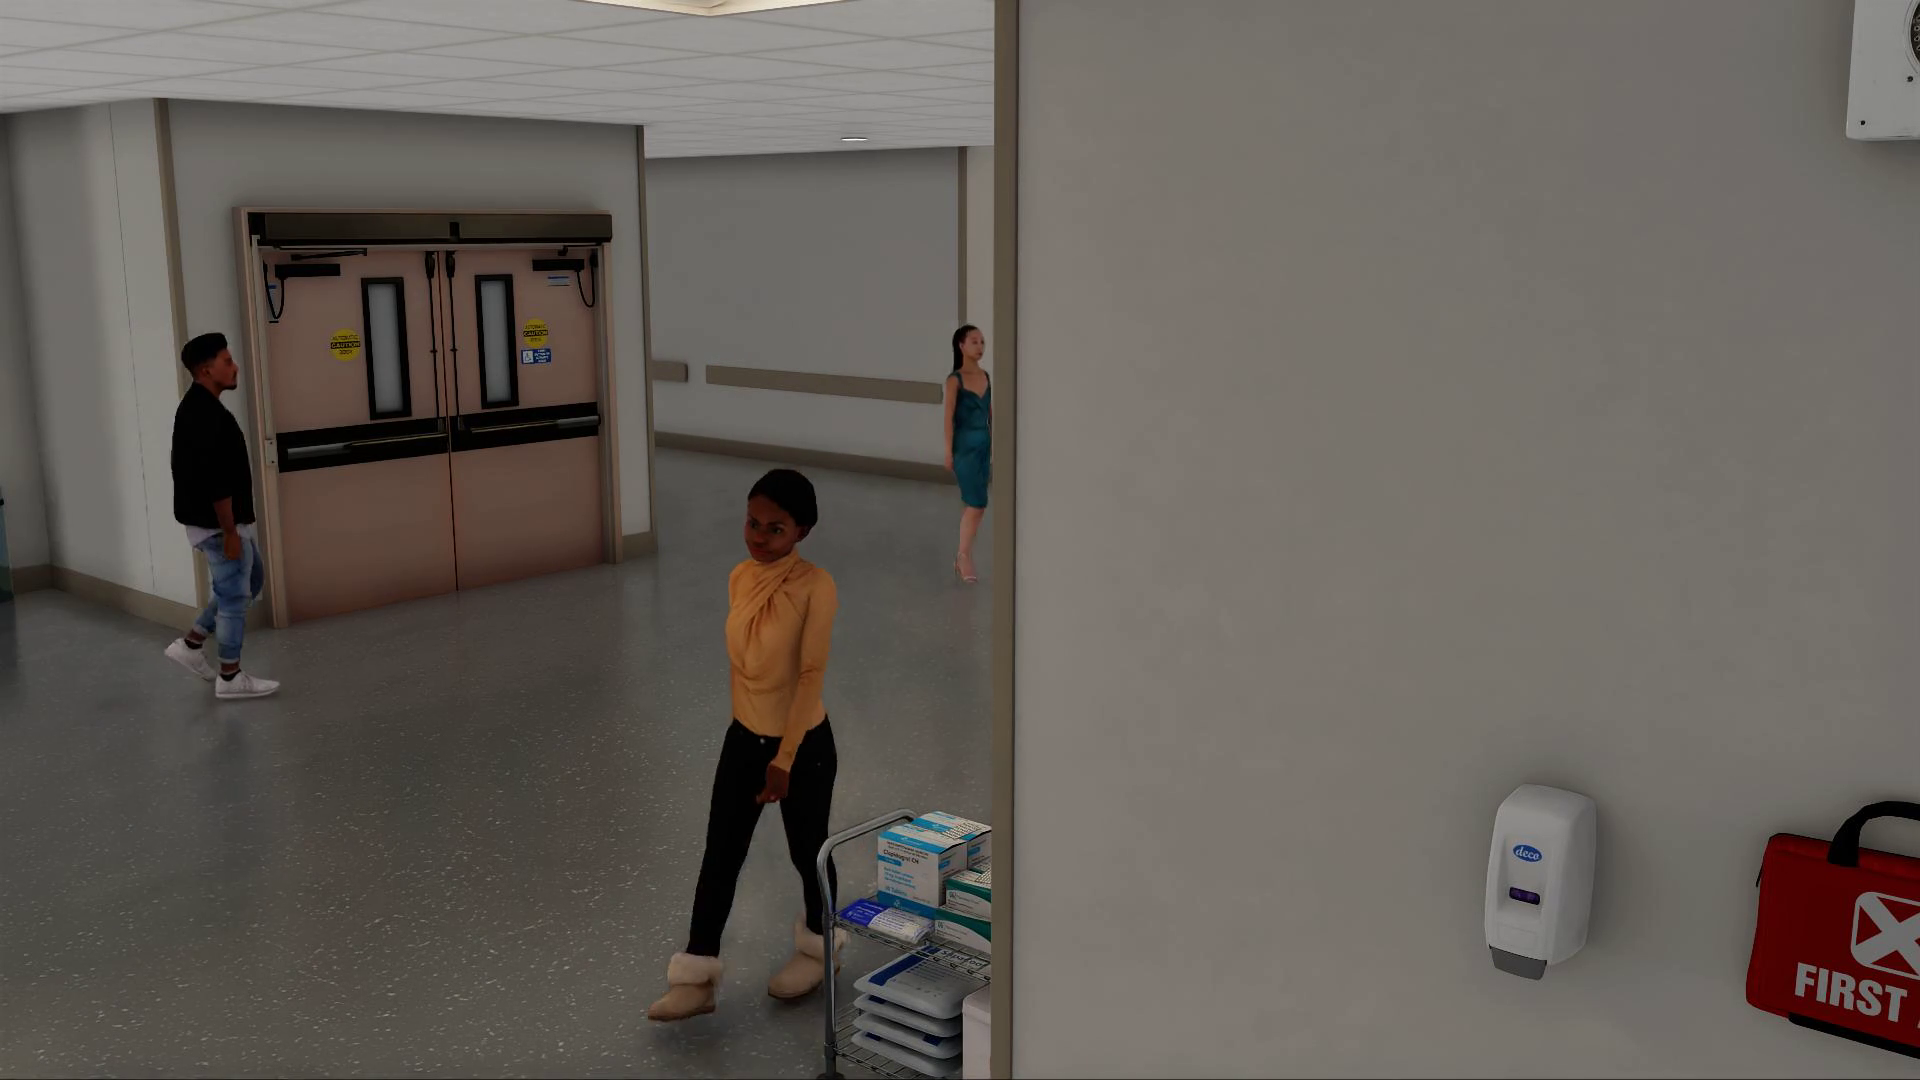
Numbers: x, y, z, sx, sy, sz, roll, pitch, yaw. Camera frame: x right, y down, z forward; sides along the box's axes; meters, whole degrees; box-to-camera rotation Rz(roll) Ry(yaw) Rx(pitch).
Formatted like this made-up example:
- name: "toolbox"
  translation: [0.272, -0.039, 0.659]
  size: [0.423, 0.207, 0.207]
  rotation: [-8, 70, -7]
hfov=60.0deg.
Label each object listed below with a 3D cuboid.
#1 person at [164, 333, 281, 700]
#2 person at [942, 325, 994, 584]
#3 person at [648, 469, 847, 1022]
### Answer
- name: "person"
  translation: [-3.712, -0.100, 8.123]
  size: [0.897, 1.797, 0.852]
  rotation: [-5, 12, -25]
- name: "person"
  translation: [0.016, -0.546, 10.791]
  size: [0.615, 1.678, 0.516]
  rotation: [10, 15, 42]
- name: "person"
  translation: [-0.470, 0.596, 4.903]
  size: [0.720, 1.629, 0.990]
  rotation: [7, 13, 33]
